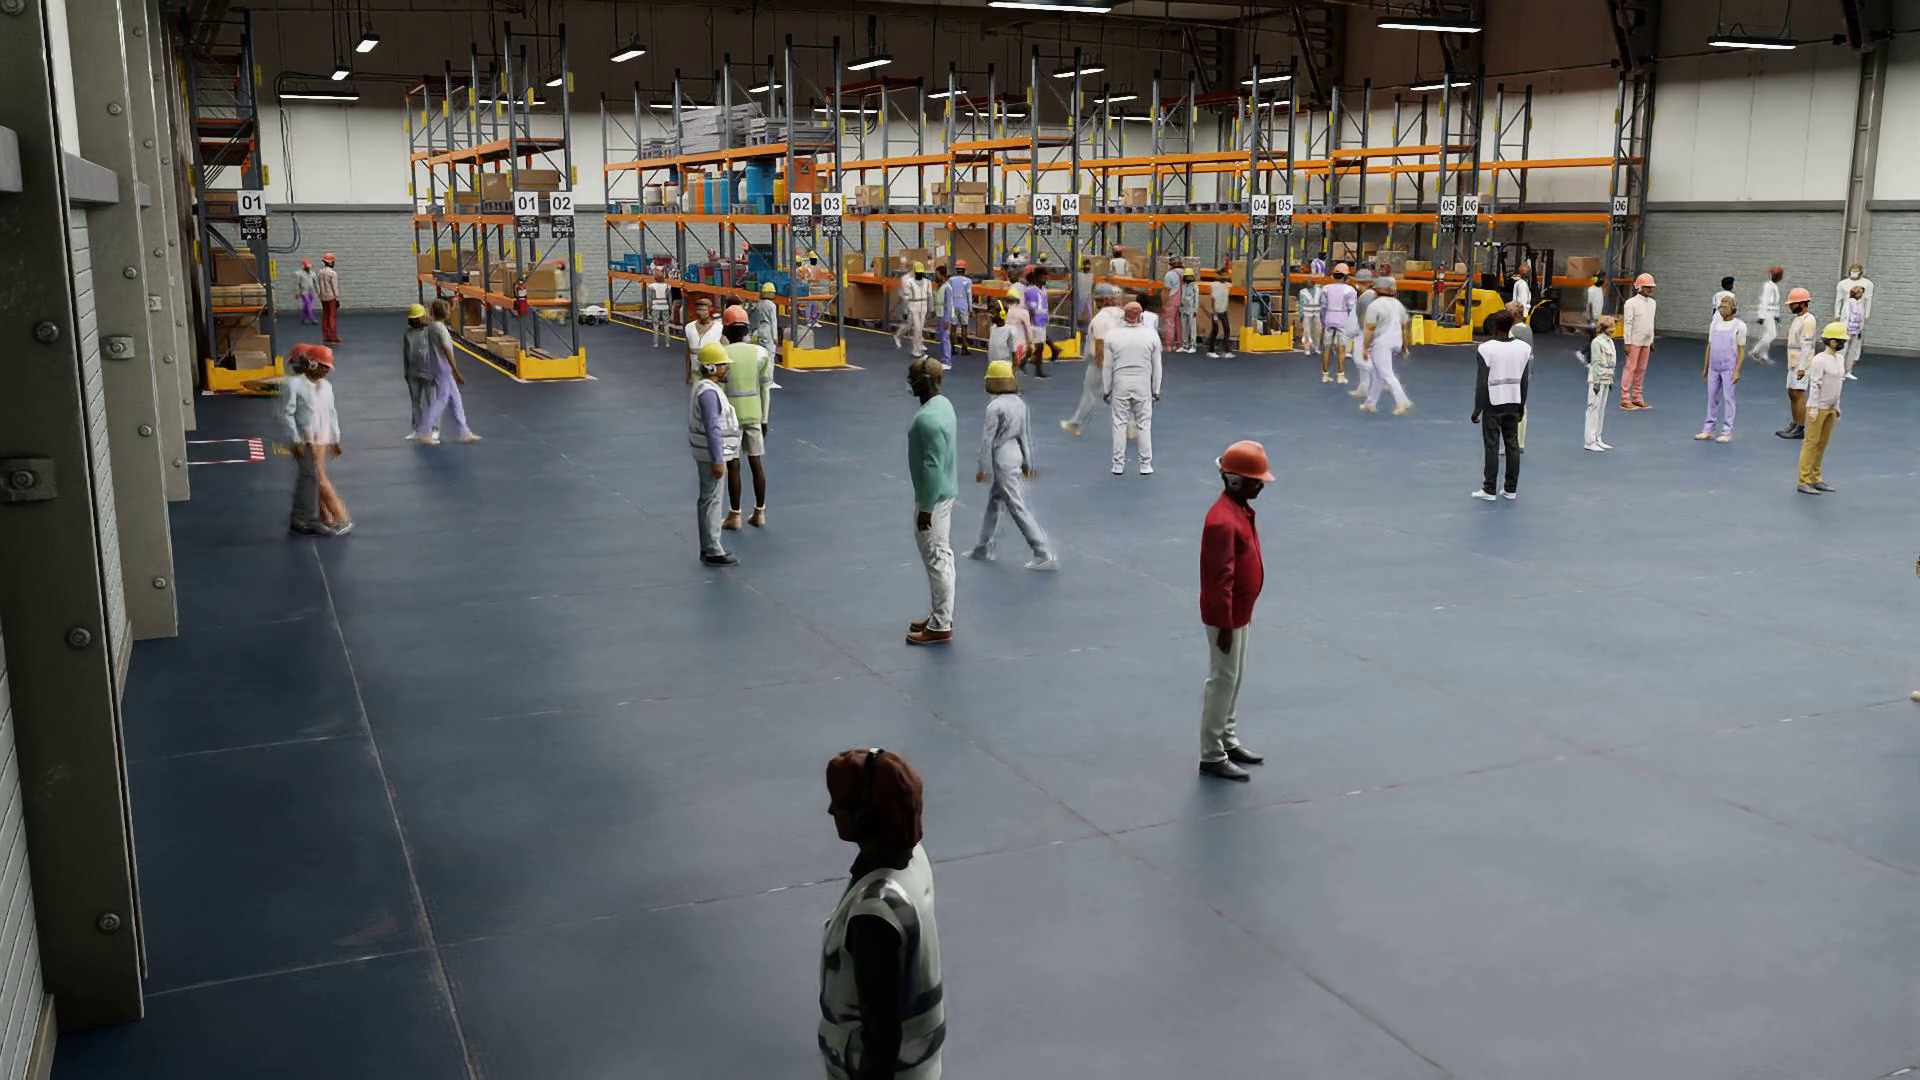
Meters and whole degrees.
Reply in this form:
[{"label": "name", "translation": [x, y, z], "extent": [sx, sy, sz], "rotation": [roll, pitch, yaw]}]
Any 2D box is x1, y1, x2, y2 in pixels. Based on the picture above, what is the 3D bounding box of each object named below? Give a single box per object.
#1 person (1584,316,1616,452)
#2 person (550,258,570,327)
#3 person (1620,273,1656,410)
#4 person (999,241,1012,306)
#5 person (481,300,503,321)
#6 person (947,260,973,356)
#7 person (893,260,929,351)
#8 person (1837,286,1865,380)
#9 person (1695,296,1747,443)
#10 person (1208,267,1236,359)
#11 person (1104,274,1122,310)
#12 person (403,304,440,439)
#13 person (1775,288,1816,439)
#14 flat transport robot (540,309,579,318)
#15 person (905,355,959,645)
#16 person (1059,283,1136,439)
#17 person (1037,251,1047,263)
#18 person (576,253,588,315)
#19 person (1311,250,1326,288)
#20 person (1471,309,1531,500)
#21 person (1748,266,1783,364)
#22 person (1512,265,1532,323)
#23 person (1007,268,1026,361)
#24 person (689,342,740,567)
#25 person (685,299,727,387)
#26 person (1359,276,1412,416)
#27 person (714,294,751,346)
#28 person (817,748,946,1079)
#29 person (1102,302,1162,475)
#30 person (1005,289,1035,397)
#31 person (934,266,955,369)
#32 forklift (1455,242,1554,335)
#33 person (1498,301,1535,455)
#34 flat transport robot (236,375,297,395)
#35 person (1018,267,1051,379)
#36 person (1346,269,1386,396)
[{"label": "person", "translation": [7.796, -1.905, 20.238], "extent": [0.307, 1.639, 0.513], "rotation": [8, 14, 37]}, {"label": "person", "translation": [-10.107, -6.249, 42.063], "extent": [0.464, 1.731, 0.598], "rotation": [-2, 11, -12]}, {"label": "person", "translation": [9.975, -2.905, 24.411], "extent": [0.618, 1.994, 0.380], "rotation": [-6, 13, -30]}, {"label": "person", "translation": [1.455, -7.969, 50.087], "extent": [0.712, 2.015, 0.633], "rotation": [4, 12, 19]}, {"label": "person", "translation": [-12.677, -6.792, 44.520], "extent": [0.745, 1.866, 0.585], "rotation": [2, 11, 9]}, {"label": "person", "translation": [0.012, -4.704, 33.728], "extent": [0.546, 1.928, 0.384], "rotation": [5, 12, 23]}, {"label": "person", "translation": [-1.022, -4.921, 34.934], "extent": [0.733, 1.886, 0.654], "rotation": [9, 14, 39]}, {"label": "person", "translation": [15.420, -3.581, 28.784], "extent": [0.520, 1.632, 0.321], "rotation": [-7, 13, -31]}, {"label": "person", "translation": [9.608, -2.150, 20.957], "extent": [0.345, 1.846, 0.508], "rotation": [-7, 13, -32]}, {"label": "person", "translation": [5.193, -4.484, 32.891], "extent": [0.568, 1.803, 0.885], "rotation": [-7, 13, -30]}, {"label": "person", "translation": [3.088, -4.637, 34.178], "extent": [0.523, 1.622, 0.440], "rotation": [-2, 11, -11]}, {"label": "person", "translation": [-6.865, -2.136, 21.166], "extent": [0.483, 1.736, 0.312], "rotation": [2, 11, 11]}, {"label": "person", "translation": [10.720, -2.259, 21.322], "extent": [0.390, 1.925, 0.549], "rotation": [2, 11, 9]}, {"label": "flat transport robot", "translation": [-11.008, -6.210, 45.600], "extent": [0.652, 0.197, 1.431], "rotation": [1, 11, 6]}, {"label": "person", "translation": [-0.190, -0.266, 11.140], "extent": [0.352, 1.937, 0.635], "rotation": [1, 11, 5]}, {"label": "person", "translation": [1.824, -2.324, 21.343], "extent": [1.030, 2.000, 0.691], "rotation": [9, 14, 39]}, {"label": "person", "translation": [2.706, -8.848, 55.594], "extent": [0.514, 1.611, 0.518], "rotation": [10, 15, 41]}, {"label": "person", "translation": [-10.733, -7.261, 47.154], "extent": [0.631, 1.743, 0.560], "rotation": [1, 11, 6]}, {"label": "person", "translation": [10.194, -7.268, 46.975], "extent": [0.622, 1.844, 0.429], "rotation": [-6, 13, -28]}, {"label": "person", "translation": [5.435, -1.354, 16.725], "extent": [0.590, 1.920, 0.399], "rotation": [-3, 11, -14]}, {"label": "person", "translation": [15.477, -4.293, 31.784], "extent": [0.420, 1.869, 0.599], "rotation": [8, 14, 34]}, {"label": "person", "translation": [10.769, -4.327, 31.934], "extent": [0.347, 1.883, 0.584], "rotation": [1, 11, 7]}, {"label": "person", "translation": [1.051, -4.182, 31.288], "extent": [0.326, 1.842, 0.517], "rotation": [6, 13, 29]}, {"label": "person", "translation": [-2.011, -0.705, 13.640], "extent": [0.404, 1.835, 0.586], "rotation": [-3, 11, -14]}, {"label": "person", "translation": [-3.108, -2.055, 20.500], "extent": [0.564, 1.837, 0.381], "rotation": [4, 12, 19]}, {"label": "person", "translation": [6.159, -2.824, 23.881], "extent": [0.713, 2.000, 1.014], "rotation": [-8, 14, -35]}, {"label": "person", "translation": [-2.889, -2.207, 21.239], "extent": [0.547, 1.846, 0.408], "rotation": [1, 11, 7]}, {"label": "person", "translation": [-0.185, 1.289, 4.003], "extent": [0.307, 1.639, 0.525], "rotation": [1, 11, 5]}, {"label": "person", "translation": [1.894, -1.667, 18.343], "extent": [0.646, 1.907, 0.401], "rotation": [1, 11, 6]}, {"label": "person", "translation": [0.829, -2.991, 25.567], "extent": [0.538, 1.718, 0.925], "rotation": [6, 13, 29]}, {"label": "person", "translation": [-0.284, -4.091, 30.718], "extent": [0.458, 1.897, 0.679], "rotation": [-5, 12, -22]}, {"label": "forklift", "translation": [13.047, -6.049, 39.881], "extent": [2.313, 2.155, 1.214], "rotation": [-5, 12, -23]}, {"label": "person", "translation": [6.612, -1.914, 19.778], "extent": [0.397, 1.837, 0.564], "rotation": [8, 14, 37]}, {"label": "flat transport robot", "translation": [-10.960, -2.501, 26.752], "extent": [0.652, 0.197, 1.431], "rotation": [1, 11, 7]}, {"label": "person", "translation": [1.311, -3.754, 28.833], "extent": [0.498, 1.952, 0.637], "rotation": [4, 12, 20]}, {"label": "person", "translation": [6.376, -3.249, 26.042], "extent": [0.640, 2.000, 0.689], "rotation": [4, 12, 18]}]
